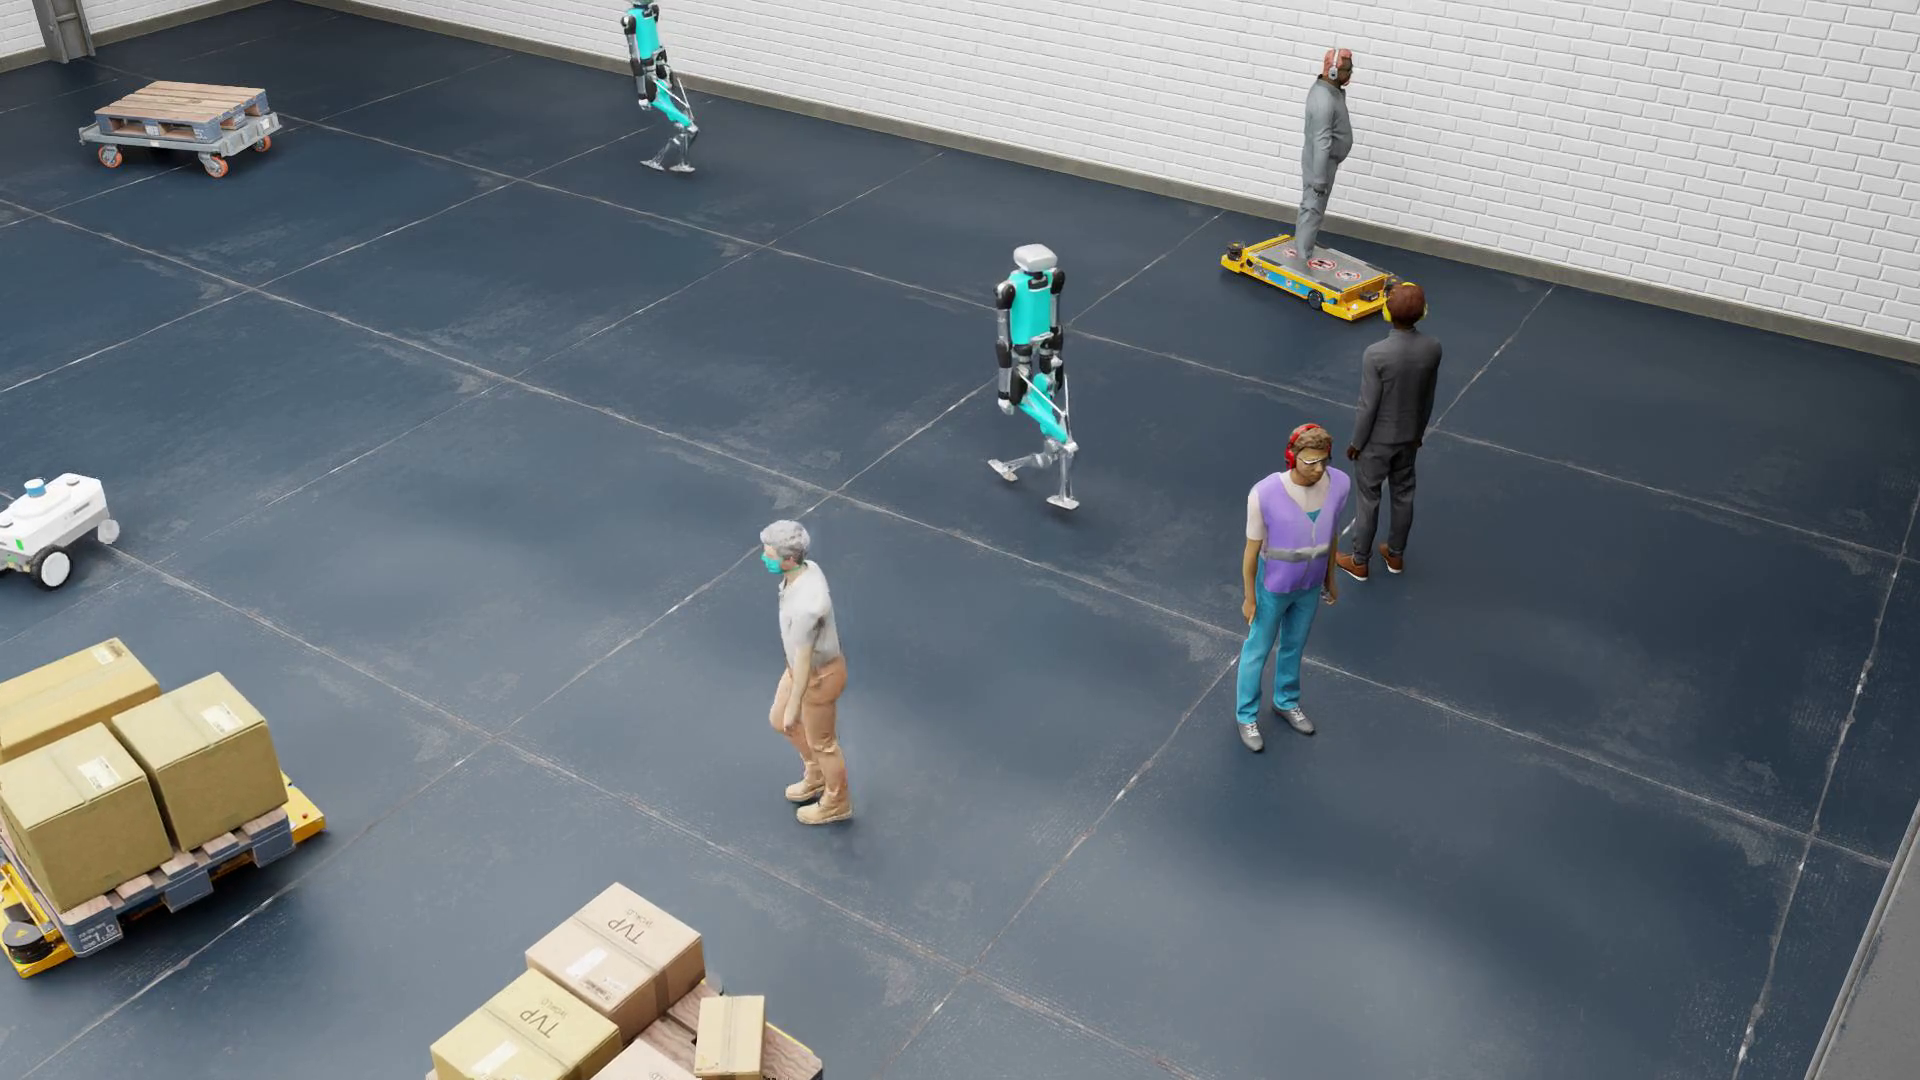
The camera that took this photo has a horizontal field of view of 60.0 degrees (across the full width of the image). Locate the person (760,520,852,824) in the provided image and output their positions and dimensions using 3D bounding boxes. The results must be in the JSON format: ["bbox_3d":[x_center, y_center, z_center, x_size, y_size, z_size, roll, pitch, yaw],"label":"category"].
[{"bbox_3d":[-0.733,0.650,7.899,0.439,1.723,0.524,-8,34,-12],"label":"person"}]

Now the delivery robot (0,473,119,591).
[{"bbox_3d":[-5.561,-0.071,10.118,0.499,0.612,0.815,11,34,17],"label":"delivery robot"}]

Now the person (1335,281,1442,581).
[{"bbox_3d":[2.511,-0.618,9.735,0.497,1.872,0.340,-9,34,-14],"label":"person"}]

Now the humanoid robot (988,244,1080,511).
[{"bbox_3d":[0.569,-0.943,10.388,0.560,1.742,1.038,-26,41,-34],"label":"humanoid robot"}]

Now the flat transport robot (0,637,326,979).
[{"bbox_3d":[-3.860,1.493,7.933,1.431,0.231,0.659,-28,42,-36],"label":"flat transport robot"}]

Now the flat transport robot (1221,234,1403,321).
[{"bbox_3d":[2.891,-2.190,13.664,0.659,0.231,1.431,-23,39,-31],"label":"flat transport robot"}]

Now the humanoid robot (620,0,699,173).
[{"bbox_3d":[-2.699,-4.175,15.407,0.872,1.778,0.530,11,34,17],"label":"humanoid robot"}]

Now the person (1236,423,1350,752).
[{"bbox_3d":[1.659,0.218,8.459,0.569,1.843,0.373,-14,35,-21],"label":"person"}]

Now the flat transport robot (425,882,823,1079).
[{"bbox_3d":[-1.300,2.335,6.624,0.659,0.231,1.431,22,39,31],"label":"flat transport robot"}]

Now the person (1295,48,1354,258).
[{"bbox_3d":[2.946,-3.026,13.453,0.405,1.906,0.650,6,33,9],"label":"person"}]
